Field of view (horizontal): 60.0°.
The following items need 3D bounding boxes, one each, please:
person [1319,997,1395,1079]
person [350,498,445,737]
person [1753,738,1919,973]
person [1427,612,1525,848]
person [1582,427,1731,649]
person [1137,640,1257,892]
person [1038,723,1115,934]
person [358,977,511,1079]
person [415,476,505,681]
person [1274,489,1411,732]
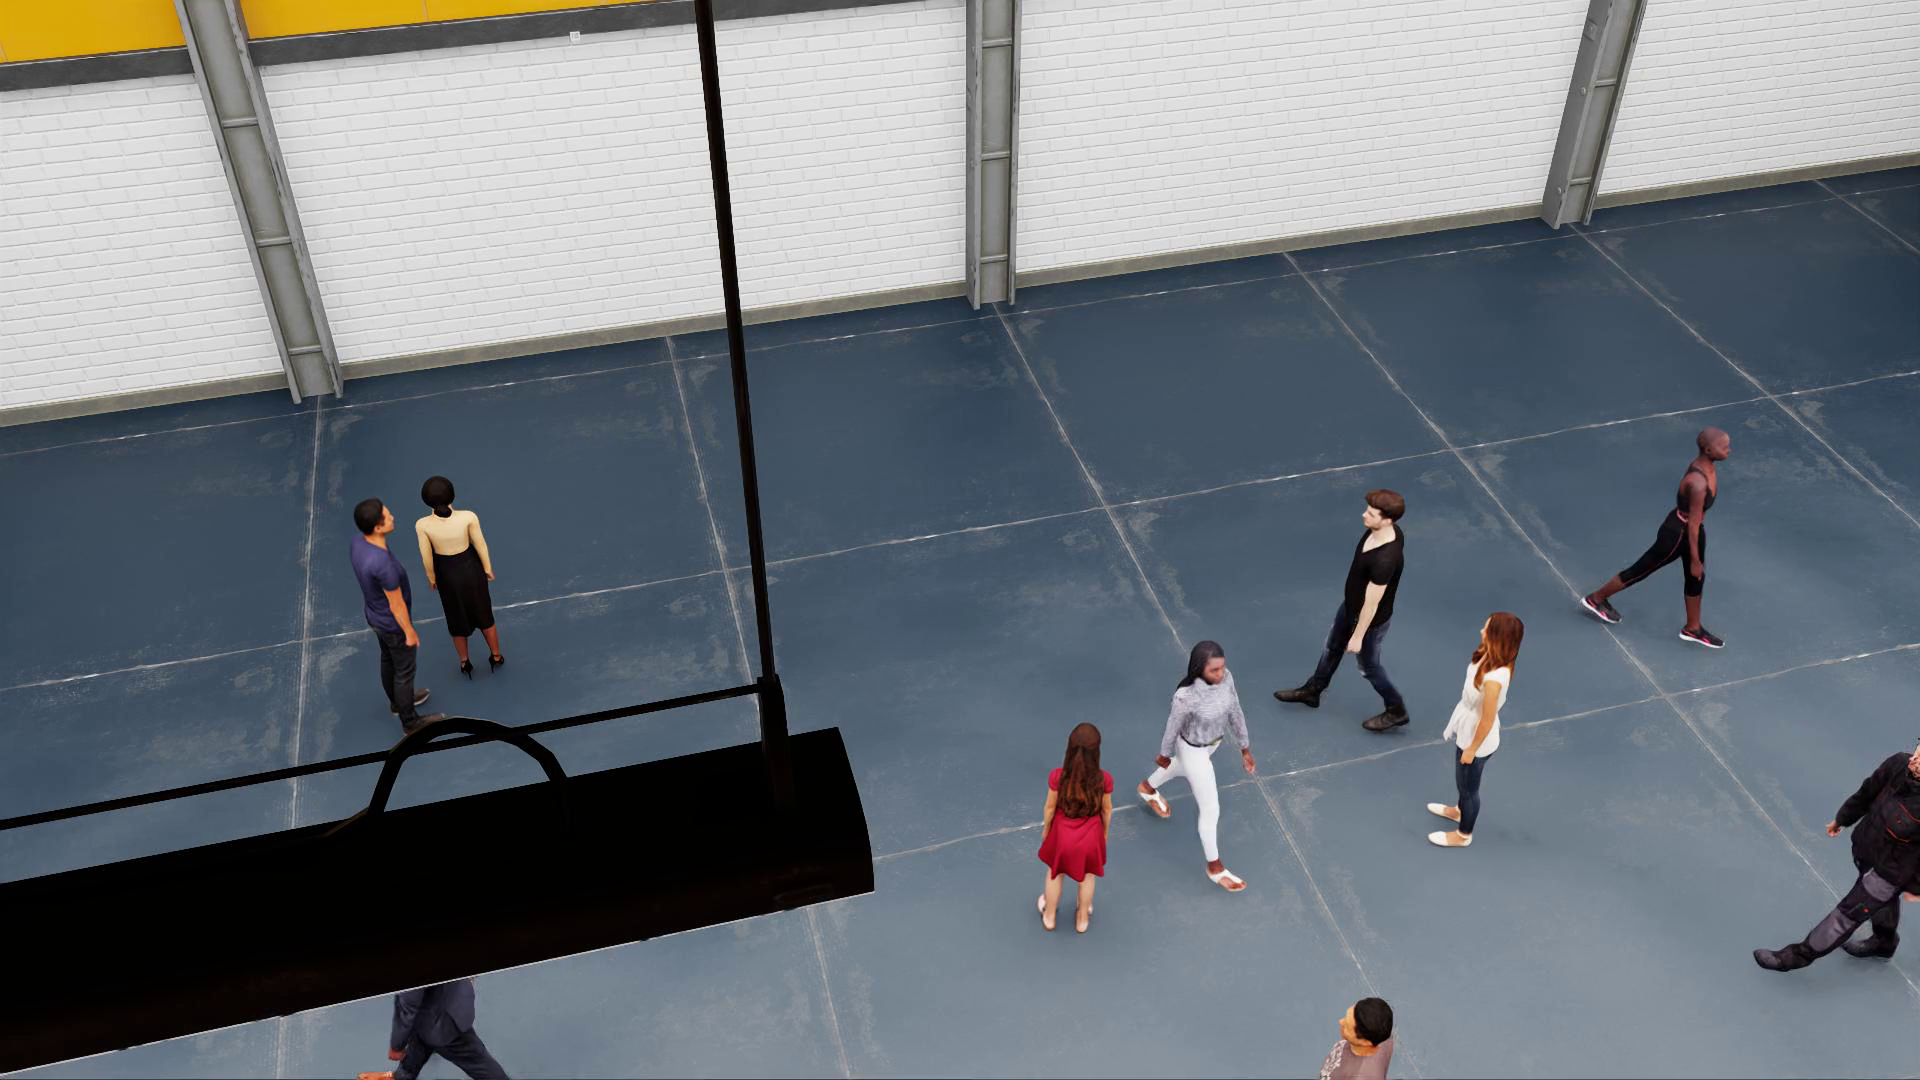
[{"bbox_3d":[1.909,2.744,7.847,1.147,1.754,1.063,18,42,21],"label":"person"},{"bbox_3d":[-3.659,0.492,10.642,0.673,1.786,0.701,-24,45,-27],"label":"person"},{"bbox_3d":[5.145,1.739,9.077,1.211,1.789,0.917,-1,39,-1],"label":"person"},{"bbox_3d":[3.073,1.132,9.841,0.695,1.784,0.684,10,40,12],"label":"person"},{"bbox_3d":[4.799,-0.030,11.356,1.186,1.711,1.150,21,43,24],"label":"person"},{"bbox_3d":[1.347,1.194,9.851,1.213,1.676,1.041,-29,47,-31],"label":"person"},{"bbox_3d":[0.654,1.648,9.385,0.612,1.549,0.685,0,39,0],"label":"person"},{"bbox_3d":[-2.510,2.347,8.316,1.165,1.789,0.809,-4,39,-5],"label":"person"},{"bbox_3d":[-3.325,0.248,11.053,0.471,1.653,0.635,-11,40,-14],"label":"person"},{"bbox_3d":[2.670,0.488,10.585,1.230,1.862,0.985,5,39,6],"label":"person"}]
